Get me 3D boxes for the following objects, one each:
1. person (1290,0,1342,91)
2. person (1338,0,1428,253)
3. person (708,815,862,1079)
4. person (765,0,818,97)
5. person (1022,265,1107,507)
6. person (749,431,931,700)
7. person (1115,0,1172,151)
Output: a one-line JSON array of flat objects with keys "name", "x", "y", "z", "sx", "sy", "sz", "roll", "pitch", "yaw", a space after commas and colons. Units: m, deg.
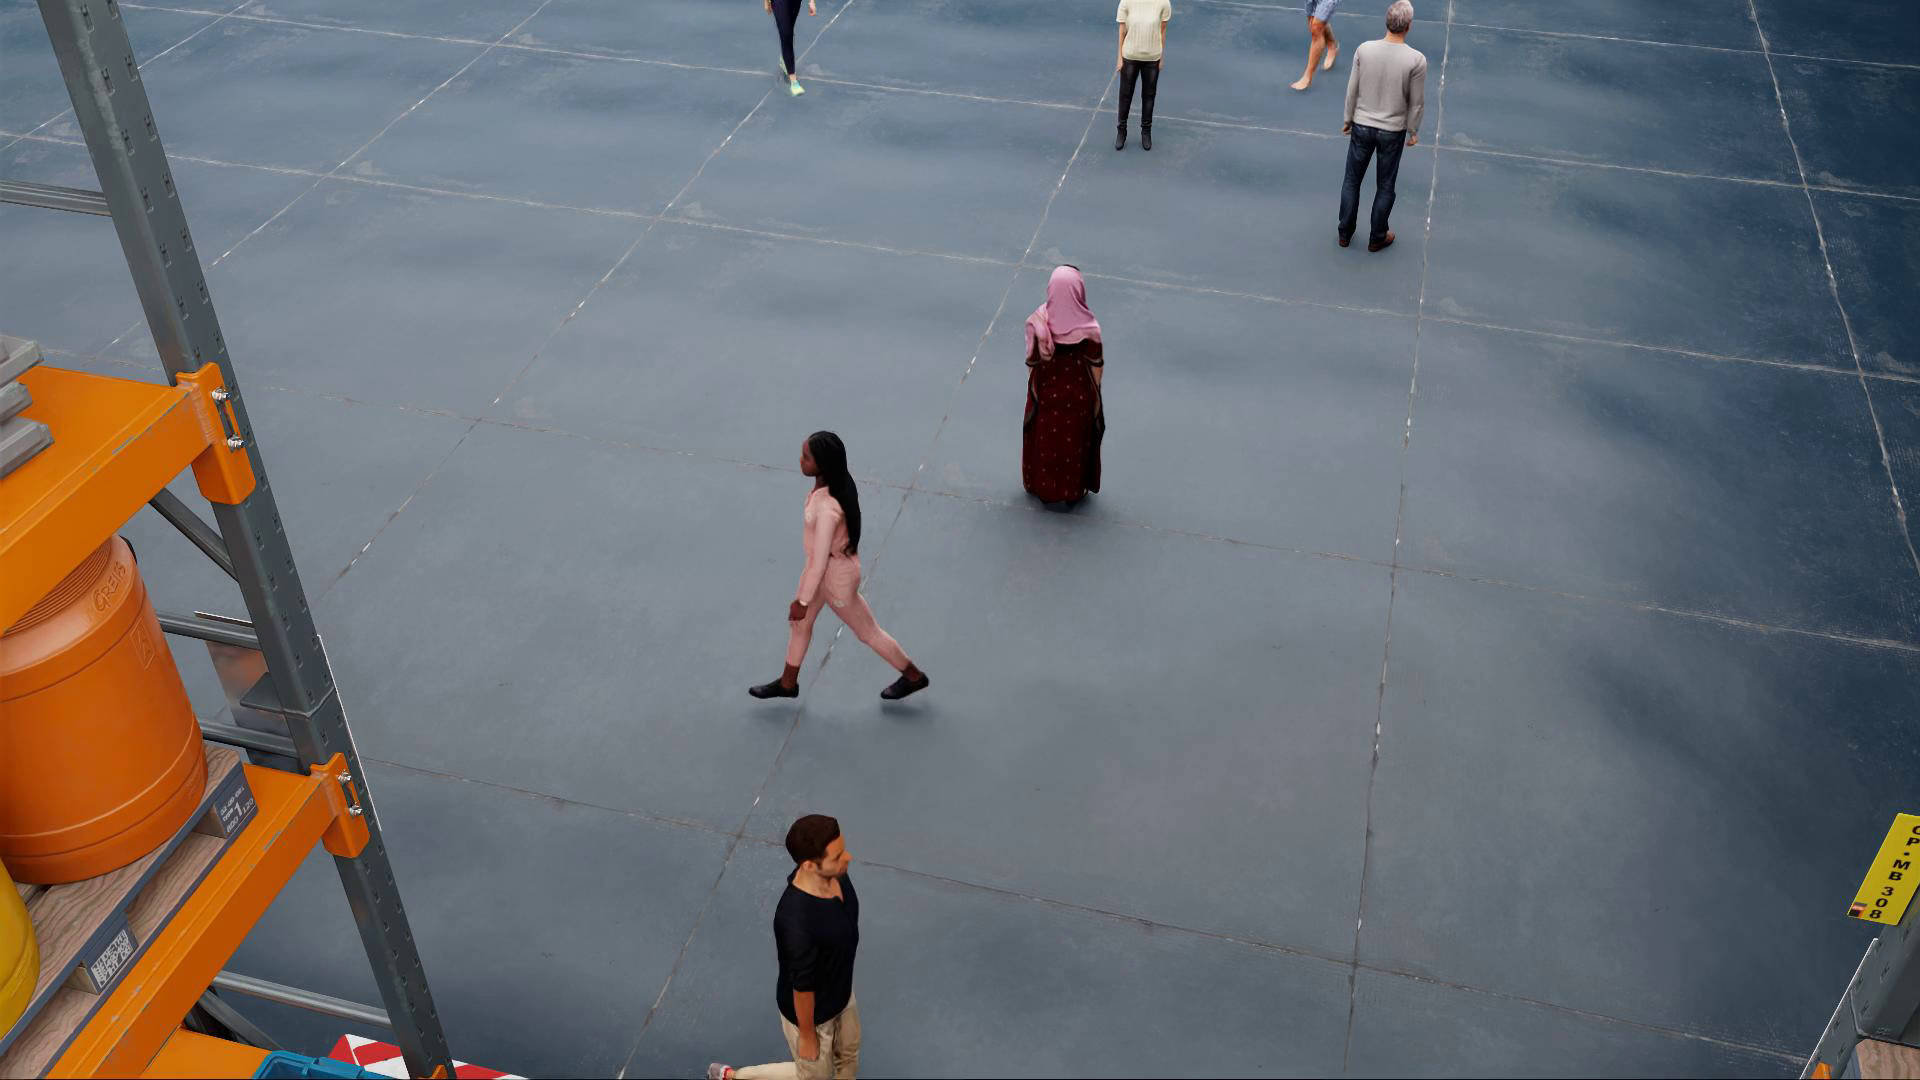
[{"name": "person", "x": 3.352, "y": -5.064, "z": 15.067, "sx": 0.977, "sy": 1.820, "sz": 1.204, "roll": 31, "pitch": 47, "yaw": 33}, {"name": "person", "x": 3.144, "y": -3.088, "z": 12.469, "sx": 0.790, "sy": 1.909, "sz": 0.701, "roll": 17, "pitch": 41, "yaw": 21}, {"name": "person", "x": -0.636, "y": 1.724, "z": 6.375, "sx": 0.693, "sy": 1.840, "sz": 0.904, "roll": 8, "pitch": 39, "yaw": 11}, {"name": "person", "x": -1.578, "y": -4.920, "z": 15.031, "sx": 1.073, "sy": 1.638, "sz": 1.260, "roll": -13, "pitch": 40, "yaw": -16}, {"name": "person", "x": 0.618, "y": -0.908, "z": 9.904, "sx": 0.649, "sy": 1.637, "sz": 0.584, "roll": 9, "pitch": 39, "yaw": 11}, {"name": "person", "x": -0.541, "y": 0.204, "z": 8.451, "sx": 1.018, "sy": 1.675, "sz": 1.214, "roll": -5, "pitch": 38, "yaw": -6}, {"name": "person", "x": 1.522, "y": -4.063, "z": 13.976, "sx": 0.630, "sy": 1.589, "sz": 0.536, "roll": 2, "pitch": 38, "yaw": 3}]
